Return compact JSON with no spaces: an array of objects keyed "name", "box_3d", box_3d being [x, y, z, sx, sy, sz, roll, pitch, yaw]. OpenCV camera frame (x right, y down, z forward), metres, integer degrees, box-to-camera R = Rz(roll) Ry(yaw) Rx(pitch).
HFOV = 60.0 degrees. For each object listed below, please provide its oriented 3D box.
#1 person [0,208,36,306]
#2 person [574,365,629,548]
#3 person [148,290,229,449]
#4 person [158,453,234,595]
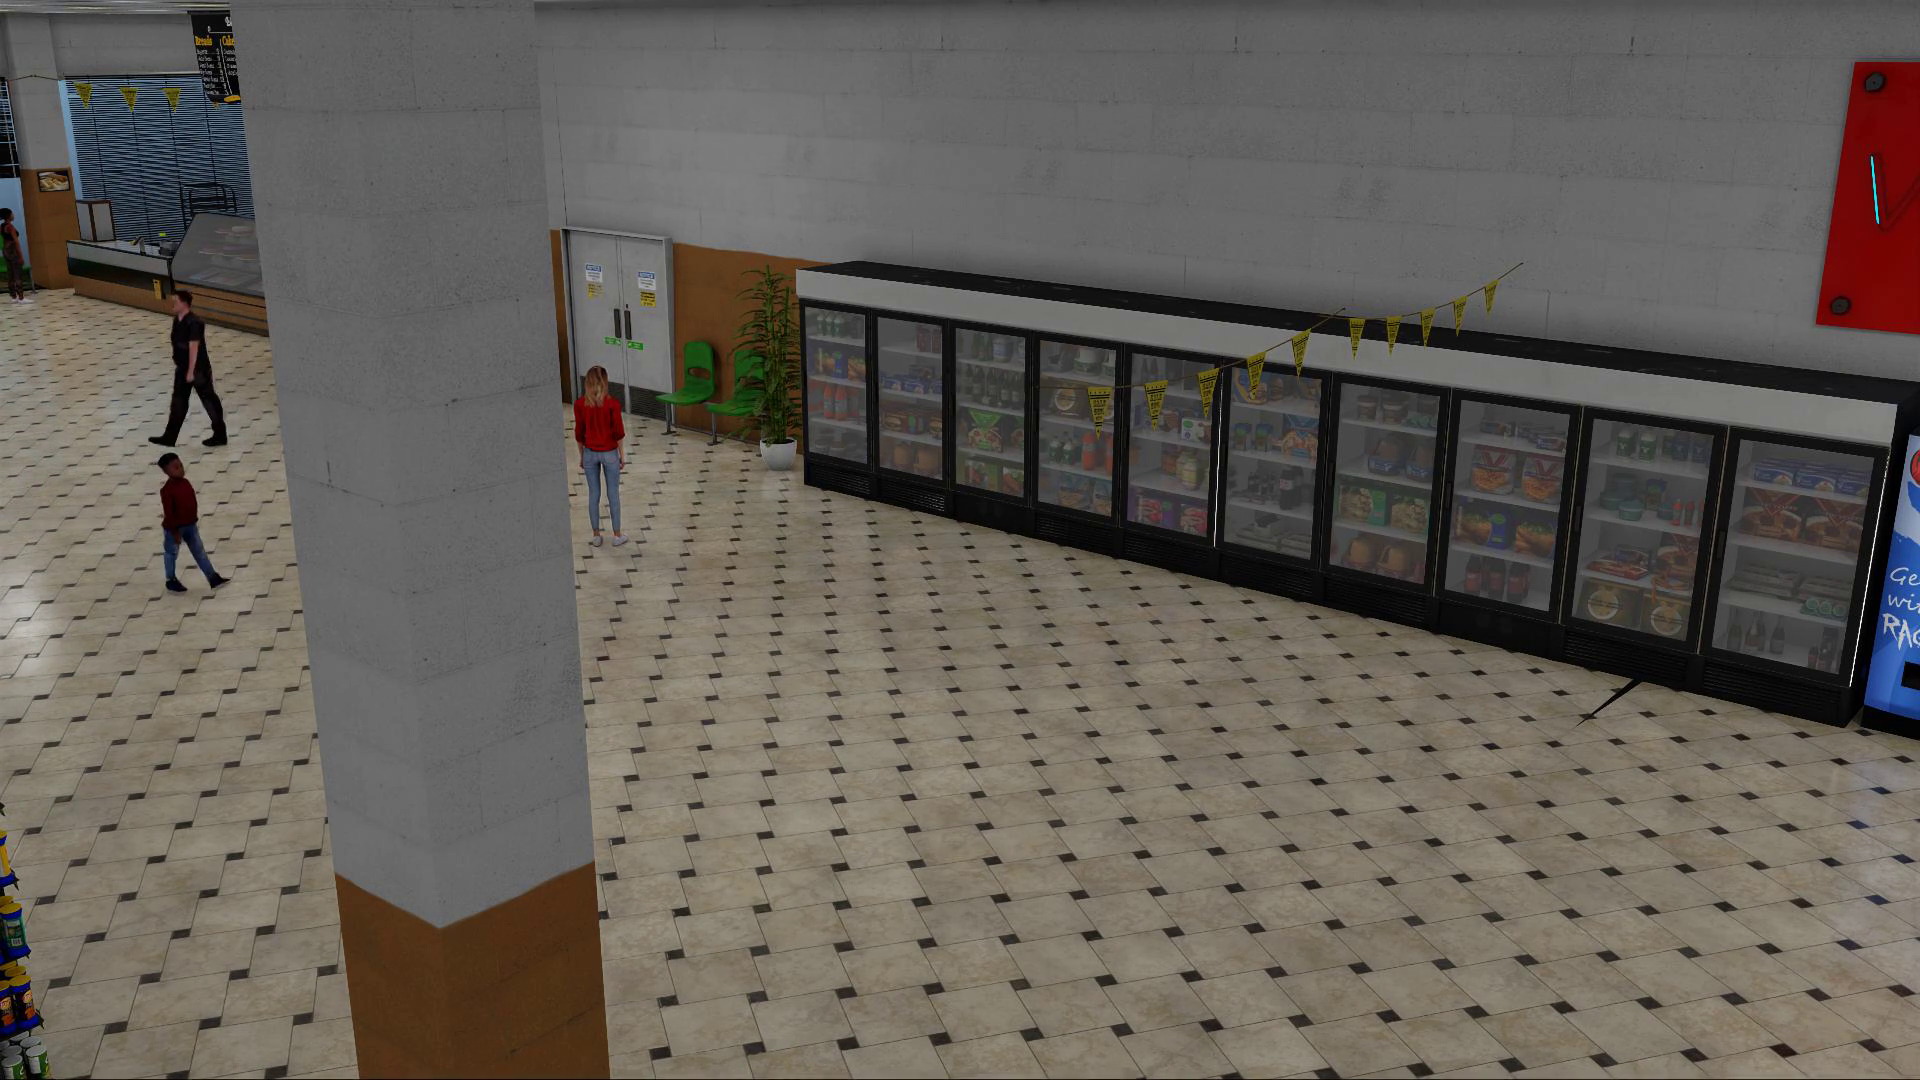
[{"name":"person","box_3d":[-16.864,-5.059,29.597,0.594,1.700,0.560,11,20,32]},{"name":"person","box_3d":[-3.349,-0.784,15.512,0.688,1.703,0.714,1,17,3]},{"name":"person","box_3d":[-8.764,-1.966,19.211,0.752,1.817,1.047,15,22,40]},{"name":"person","box_3d":[-6.694,-0.124,14.152,0.769,1.231,0.843,5,18,16]}]
